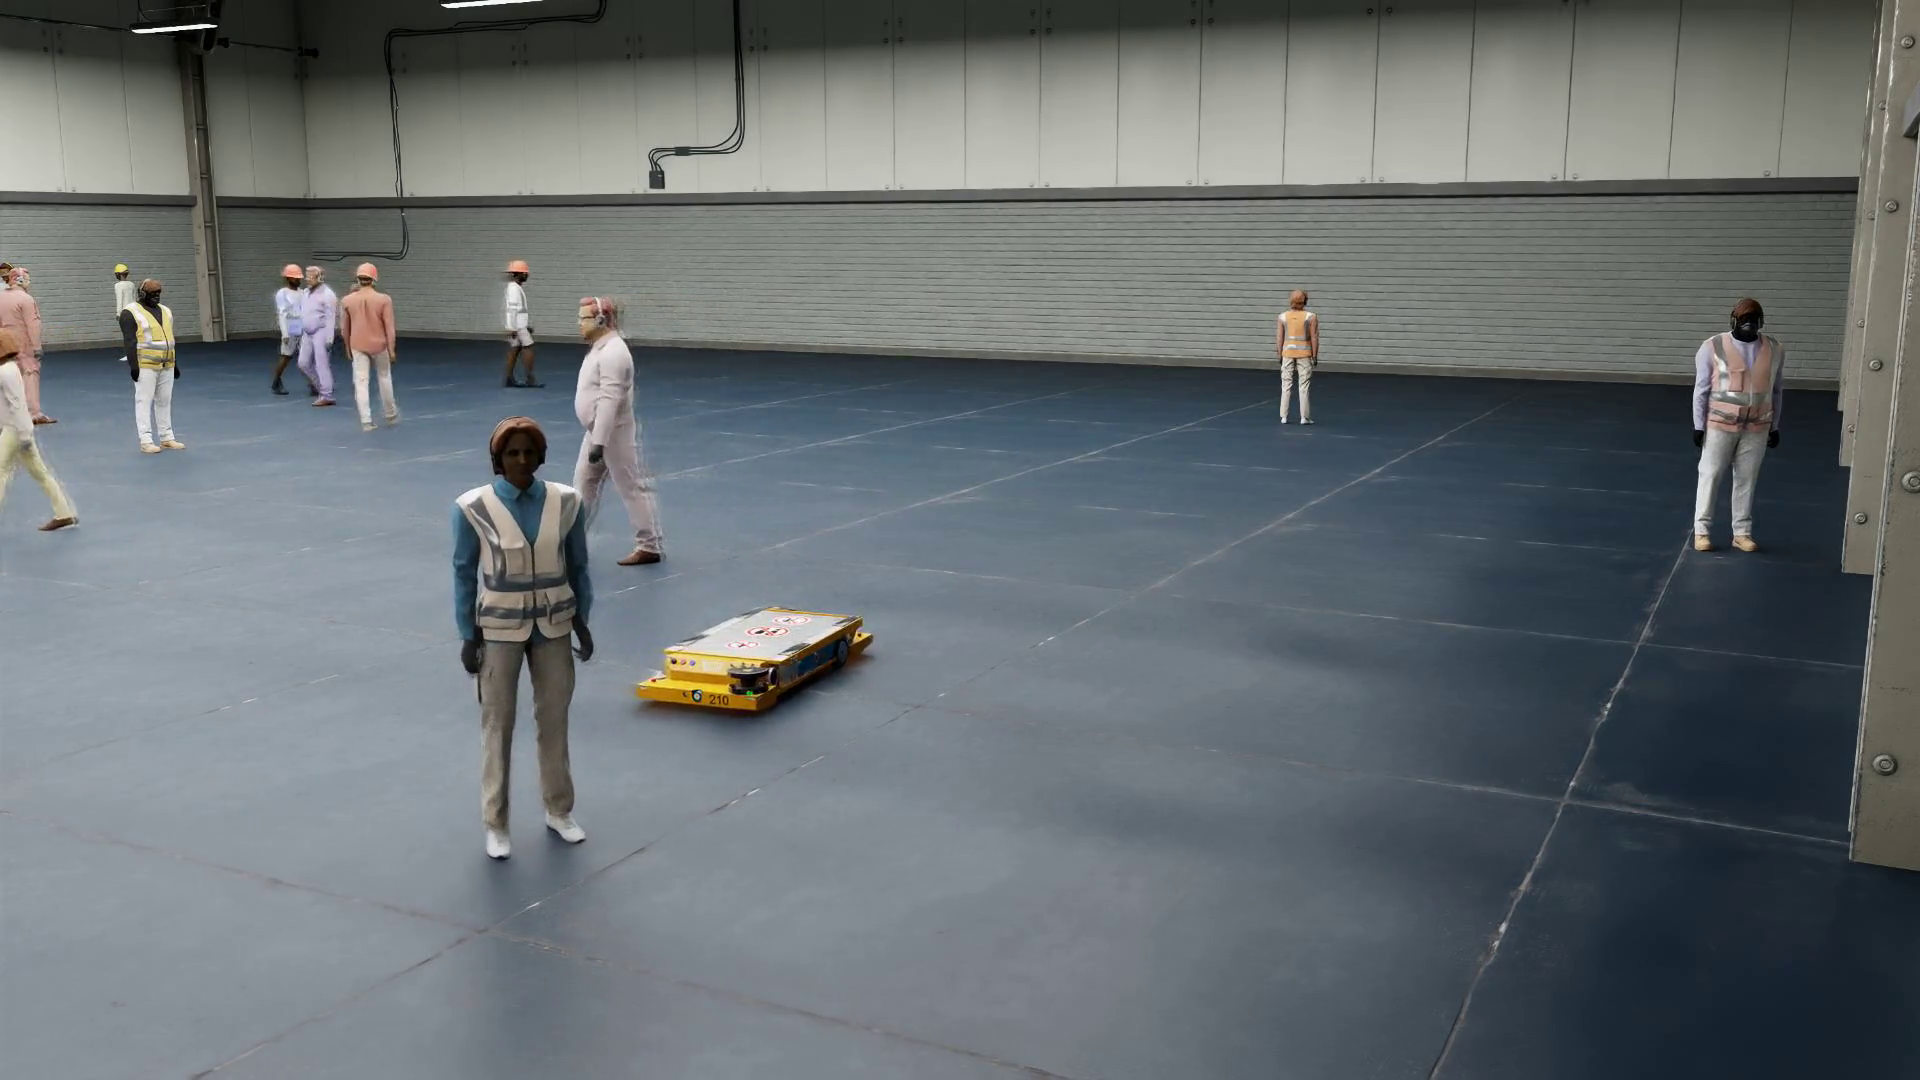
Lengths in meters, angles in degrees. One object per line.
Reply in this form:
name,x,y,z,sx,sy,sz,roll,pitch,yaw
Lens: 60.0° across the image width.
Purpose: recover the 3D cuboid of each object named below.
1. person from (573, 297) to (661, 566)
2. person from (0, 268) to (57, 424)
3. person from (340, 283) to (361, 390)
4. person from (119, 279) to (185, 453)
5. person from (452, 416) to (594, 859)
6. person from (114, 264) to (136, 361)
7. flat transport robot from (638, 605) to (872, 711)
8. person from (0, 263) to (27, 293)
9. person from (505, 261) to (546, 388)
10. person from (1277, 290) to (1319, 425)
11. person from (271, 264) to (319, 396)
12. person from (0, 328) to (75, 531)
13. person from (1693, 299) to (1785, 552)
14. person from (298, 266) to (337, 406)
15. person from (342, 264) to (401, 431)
person,-2.536,-0.727,11.473,0.946,1.861,0.670,-5,11,-24
person,-11.415,-2.361,20.307,0.639,1.901,0.406,5,12,27
person,-8.880,-2.997,24.620,0.497,1.585,0.848,-4,11,-22
person,-8.577,-1.853,17.709,0.429,1.840,0.624,4,11,21
person,-1.625,0.353,6.214,0.519,1.639,0.309,-6,12,-31
person,-15.342,-4.176,30.567,0.325,1.767,0.533,1,10,7
flat transport robot,-1.030,0.588,8.666,0.652,0.197,1.431,4,11,19
person,-15.002,-3.451,26.365,0.505,1.861,0.311,0,10,-3
person,-6.556,-3.236,25.056,0.757,1.911,0.562,-3,11,-14
person,4.098,-2.214,20.209,0.514,1.641,0.307,5,12,26
person,-9.560,-3.002,23.823,0.990,1.895,0.559,5,12,26
person,-7.299,-0.822,12.752,0.839,1.591,0.510,-5,12,-26
person,5.655,-0.827,12.097,0.627,1.843,0.429,1,10,5
person,-8.660,-2.735,22.376,0.660,1.884,0.425,7,13,35
person,-7.015,-2.308,19.863,0.652,1.947,0.980,-1,10,-3
